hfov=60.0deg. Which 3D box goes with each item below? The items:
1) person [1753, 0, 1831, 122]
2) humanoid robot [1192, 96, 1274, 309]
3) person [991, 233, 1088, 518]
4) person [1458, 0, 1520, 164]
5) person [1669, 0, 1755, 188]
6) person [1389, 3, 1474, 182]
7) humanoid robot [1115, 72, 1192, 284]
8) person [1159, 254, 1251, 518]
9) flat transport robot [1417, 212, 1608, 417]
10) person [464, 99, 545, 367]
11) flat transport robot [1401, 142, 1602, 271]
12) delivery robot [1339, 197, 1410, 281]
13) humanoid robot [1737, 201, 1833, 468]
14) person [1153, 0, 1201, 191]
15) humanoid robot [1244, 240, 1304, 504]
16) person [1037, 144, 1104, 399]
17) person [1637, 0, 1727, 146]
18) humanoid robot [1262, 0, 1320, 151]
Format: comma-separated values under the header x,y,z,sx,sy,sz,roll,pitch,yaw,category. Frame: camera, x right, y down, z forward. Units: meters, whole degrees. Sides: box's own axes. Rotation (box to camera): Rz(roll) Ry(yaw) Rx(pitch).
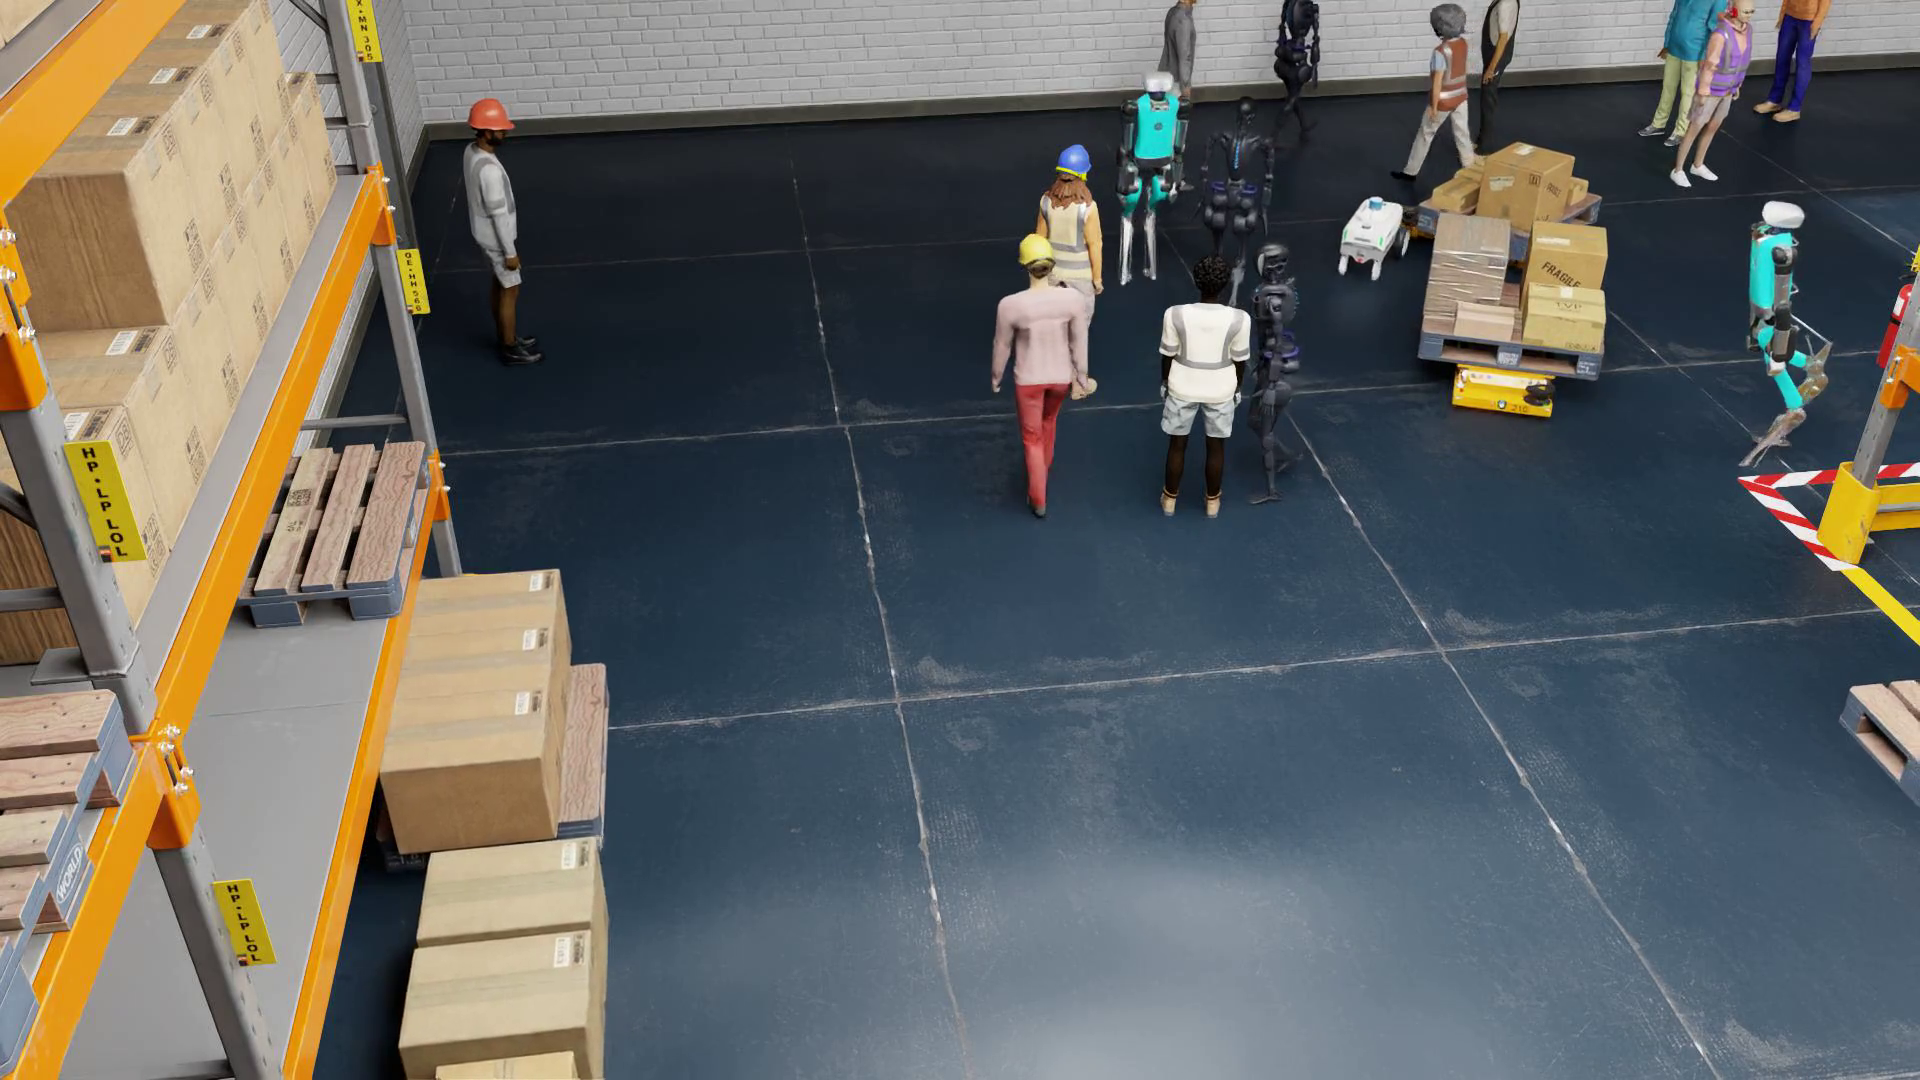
x,y,z,sx,sy,sz,roll,pitch,yaw,category
8.128,-5.066,16.062,0.404,1.975,0.516,-13,35,-19,person
2.028,-2.492,12.401,0.586,1.634,0.543,9,34,13,humanoid robot
0.465,-1.015,10.062,0.553,1.728,0.706,-7,34,-11,person
4.817,-4.328,15.044,0.328,1.841,0.512,10,34,15,person
6.650,-3.939,14.598,0.501,1.682,0.358,-18,37,-25,person
4.262,-3.823,14.452,0.534,1.634,0.856,-20,38,-28,person
1.405,-2.782,12.780,0.531,1.782,0.797,-5,33,-7,humanoid robot
1.437,-0.896,9.921,0.533,1.693,0.320,5,33,7,person
3.887,-1.316,11.869,0.659,0.231,1.431,9,34,14,flat transport robot
-3.196,-2.131,11.608,0.387,1.925,0.547,-16,36,-23,person
4.394,-2.525,13.722,1.431,0.231,0.659,28,42,36,flat transport robot
3.307,-2.468,13.351,0.499,0.570,0.753,15,36,21,delivery robot
5.252,-1.243,10.457,0.851,1.799,0.548,2,33,3,humanoid robot
1.885,-4.003,14.498,0.377,1.896,0.545,-3,33,-5,person
1.957,-1.039,10.162,0.458,1.634,0.608,2,33,2,humanoid robot
0.736,-1.799,11.228,0.478,1.777,0.305,15,36,22,person
6.763,-4.577,15.506,0.325,1.752,0.562,-14,36,-20,person
3.159,-4.465,15.436,0.773,1.618,0.595,-17,37,-24,humanoid robot
